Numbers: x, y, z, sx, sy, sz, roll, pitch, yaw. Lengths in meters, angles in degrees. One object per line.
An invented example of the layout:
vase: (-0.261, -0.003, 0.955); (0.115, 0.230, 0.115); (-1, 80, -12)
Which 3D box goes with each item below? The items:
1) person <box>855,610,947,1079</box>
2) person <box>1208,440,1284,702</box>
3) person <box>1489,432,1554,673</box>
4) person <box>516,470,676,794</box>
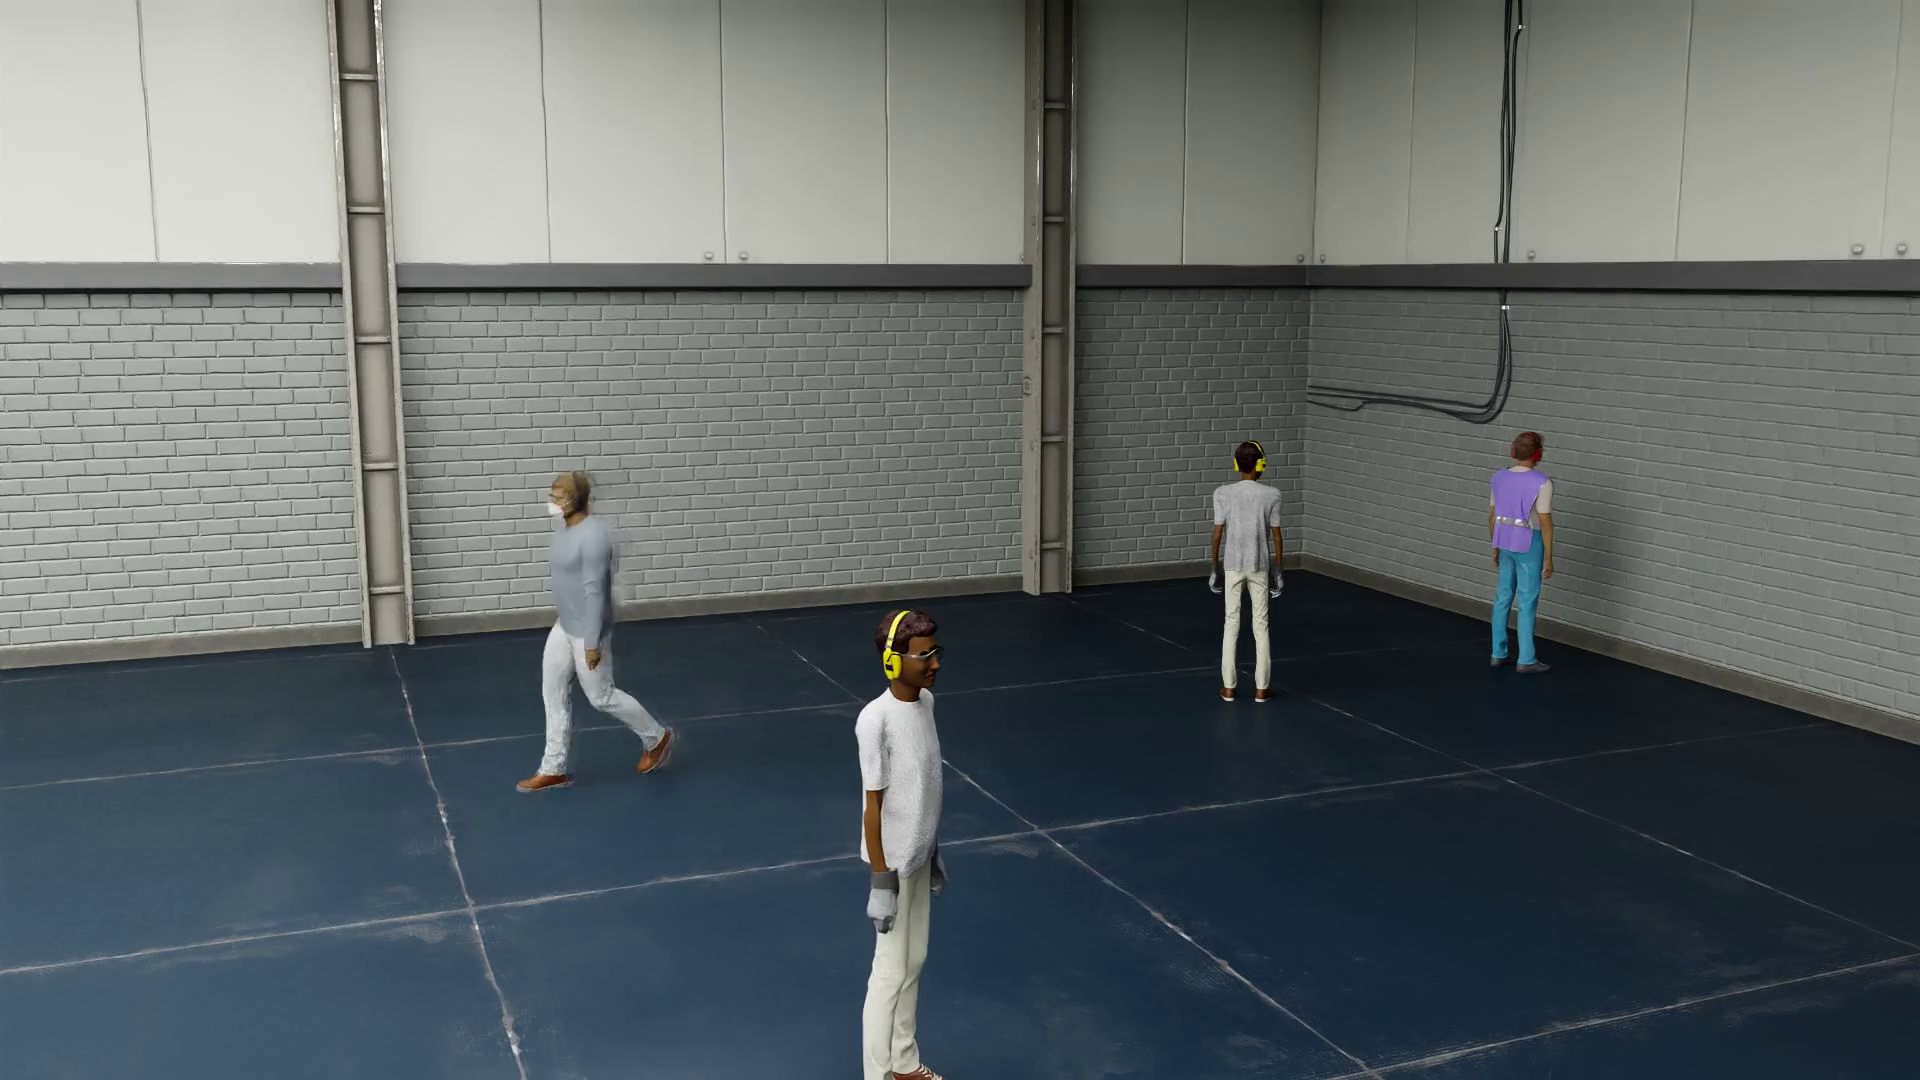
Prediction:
person: (-0.182, 1.163, 5.949); (0.322, 1.871, 0.531); (3, 10, 21)
person: (2.042, 0.226, 11.854); (0.532, 1.862, 0.314); (2, 9, 12)
person: (4.291, 0.093, 12.738); (0.381, 1.845, 0.570); (-5, 11, -31)
person: (-2.156, 0.527, 9.835); (0.910, 1.913, 0.636); (-6, 11, -34)
